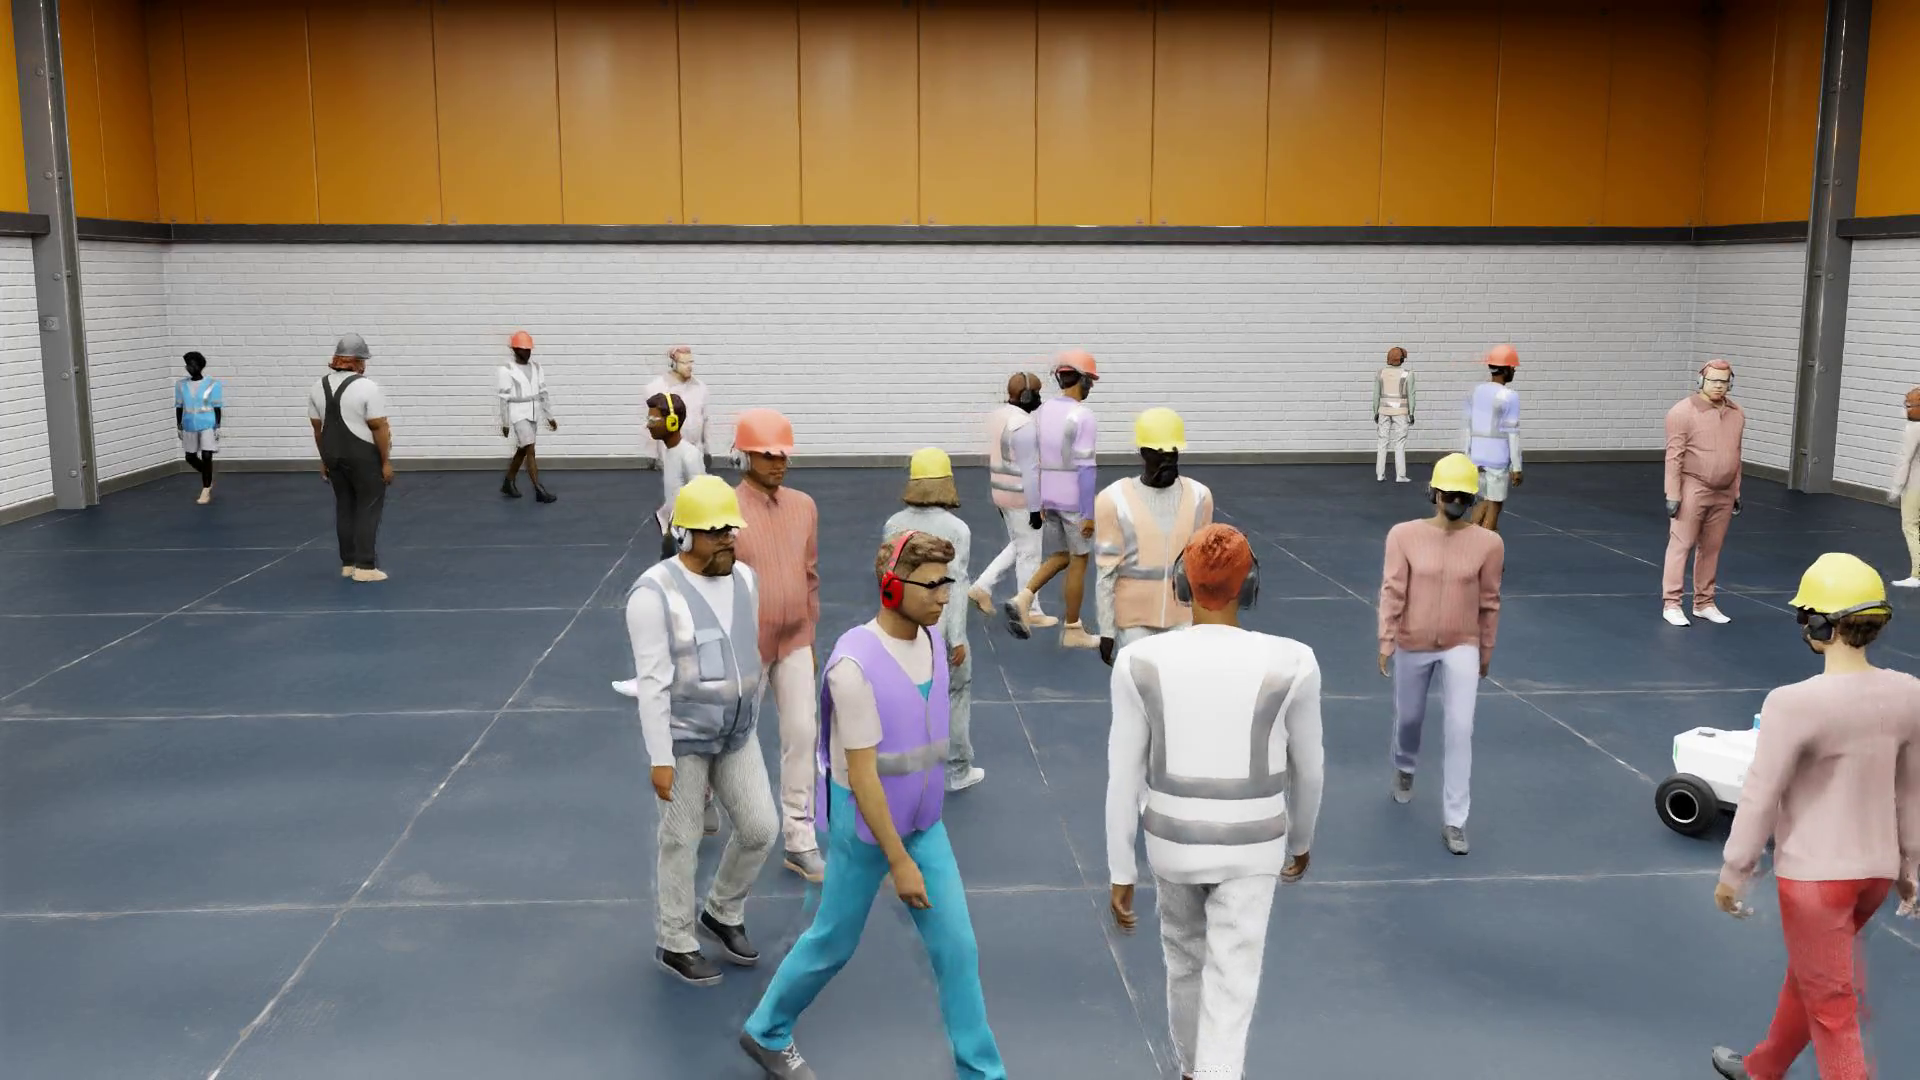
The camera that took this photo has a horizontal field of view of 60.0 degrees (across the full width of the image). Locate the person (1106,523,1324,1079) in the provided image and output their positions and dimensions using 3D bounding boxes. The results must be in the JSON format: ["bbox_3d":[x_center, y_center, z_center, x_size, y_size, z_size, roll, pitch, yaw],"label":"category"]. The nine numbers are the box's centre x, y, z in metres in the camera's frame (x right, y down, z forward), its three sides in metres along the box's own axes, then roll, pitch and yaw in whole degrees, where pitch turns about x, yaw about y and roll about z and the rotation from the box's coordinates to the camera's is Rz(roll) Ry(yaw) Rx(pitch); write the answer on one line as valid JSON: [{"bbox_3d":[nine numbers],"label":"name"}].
[{"bbox_3d":[0.701,0.865,4.617,0.569,1.831,1.043,3,9,18],"label":"person"}]

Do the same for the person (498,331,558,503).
[{"bbox_3d":[-4.844,-1.372,18.469,0.984,1.896,0.564,6,11,32],"label":"person"}]

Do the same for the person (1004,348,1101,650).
[{"bbox_3d":[0.659,-0.253,11.016,0.641,2.019,0.646,-6,11,-31],"label":"person"}]

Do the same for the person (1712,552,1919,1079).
[{"bbox_3d":[2.351,0.890,4.693,0.547,1.733,0.800,-3,10,-20],"label":"person"}]

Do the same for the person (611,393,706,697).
[{"bbox_3d":[-1.638,0.032,9.905,0.941,1.798,0.505,-3,9,-15],"label":"person"}]

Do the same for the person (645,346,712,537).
[{"bbox_3d":[-2.603,-0.855,15.280,0.877,1.874,0.649,9,13,44],"label":"person"}]

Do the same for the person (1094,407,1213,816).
[{"bbox_3d":[0.887,0.341,7.616,0.593,1.911,0.447,-2,9,-15],"label":"person"}]

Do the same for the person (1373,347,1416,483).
[{"bbox_3d":[5.233,-1.504,20.057,0.523,1.638,0.311,7,11,36],"label":"person"}]

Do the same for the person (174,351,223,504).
[{"bbox_3d":[-8.353,-1.249,18.345,0.536,1.677,0.579,0,9,-1],"label":"person"}]

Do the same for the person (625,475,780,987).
[{"bbox_3d":[-0.895,0.676,5.834,0.430,1.817,0.601,8,12,41],"label":"person"}]

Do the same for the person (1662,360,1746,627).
[{"bbox_3d":[5.336,-0.333,11.881,0.645,1.903,0.400,-3,9,-17],"label":"person"}]

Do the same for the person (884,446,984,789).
[{"bbox_3d":[-0.186,0.410,7.826,0.493,1.707,0.859,5,11,31],"label":"person"}]

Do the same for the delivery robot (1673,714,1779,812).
[{"bbox_3d":[3.552,1.013,7.352,0.477,0.478,0.707,-8,12,-40],"label":"delivery robot"}]

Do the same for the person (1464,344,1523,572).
[{"bbox_3d":[4.477,-0.668,13.929,0.435,1.924,0.559,-4,10,-23],"label":"person"}]

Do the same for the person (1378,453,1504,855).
[{"bbox_3d":[2.151,0.450,7.501,0.529,1.730,0.859,2,9,11],"label":"person"}]

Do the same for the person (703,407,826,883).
[{"bbox_3d":[-0.877,0.412,7.017,0.630,1.966,0.876,-8,12,-40],"label":"person"}]

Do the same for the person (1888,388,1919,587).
[{"bbox_3d":[7.660,-0.414,13.304,0.586,1.609,0.296,-7,11,-38],"label":"person"}]

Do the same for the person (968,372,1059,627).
[{"bbox_3d":[0.399,-0.277,11.766,0.547,1.828,0.640,-2,9,-13],"label":"person"}]

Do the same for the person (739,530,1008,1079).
[{"bbox_3d":[-0.248,0.841,4.899,1.021,1.788,0.549,7,11,36],"label":"person"}]

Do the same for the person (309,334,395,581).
[{"bbox_3d":[-4.969,-0.690,13.694,0.707,2.000,0.600,4,10,24],"label":"person"}]
